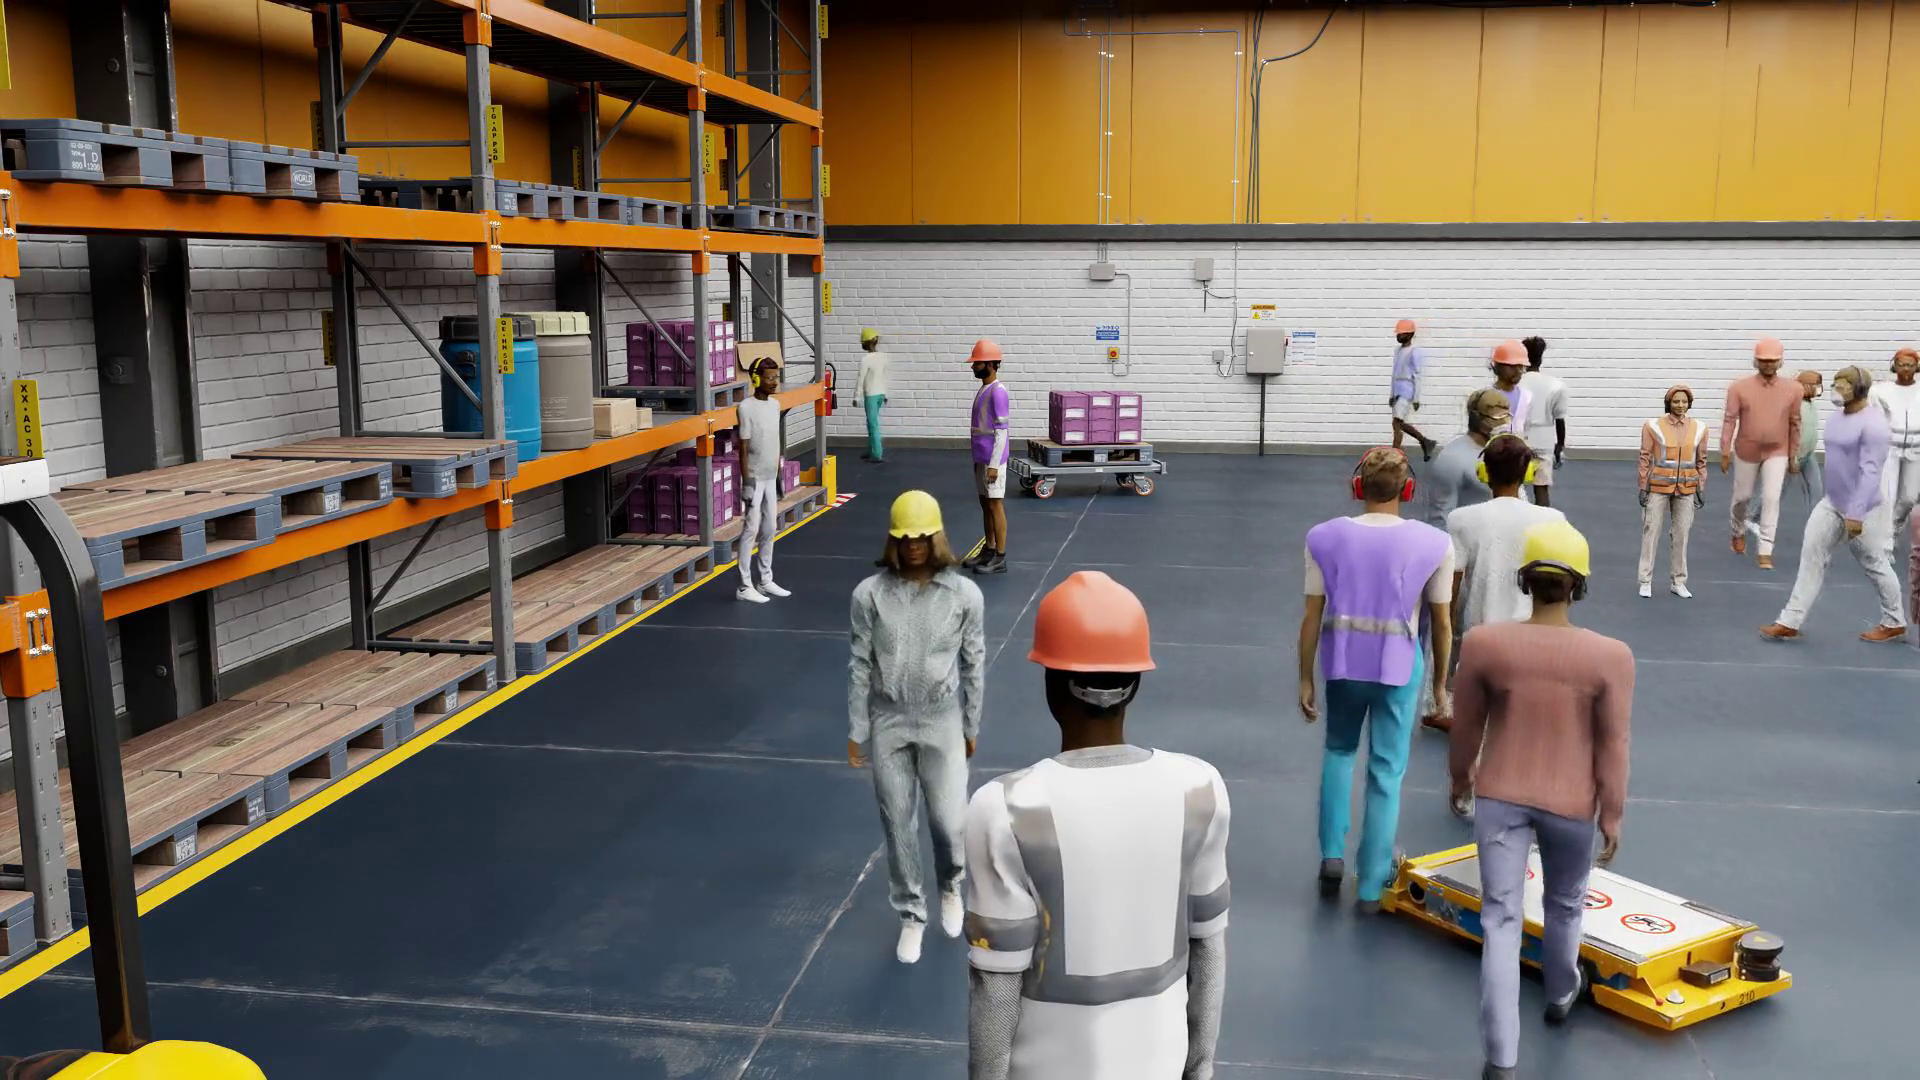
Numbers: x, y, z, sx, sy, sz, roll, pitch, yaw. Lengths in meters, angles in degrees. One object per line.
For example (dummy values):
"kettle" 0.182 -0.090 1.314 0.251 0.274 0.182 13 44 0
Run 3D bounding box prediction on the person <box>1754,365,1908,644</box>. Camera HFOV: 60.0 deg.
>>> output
"person" 5.943 -0.223 11.111 1.017 1.889 0.648 -1 9 -4

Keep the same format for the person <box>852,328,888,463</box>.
"person" -1.235 -1.889 21.750 0.593 1.747 0.554 6 11 31

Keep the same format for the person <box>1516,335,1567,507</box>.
"person" 5.033 -0.838 14.743 0.635 1.944 0.779 3 10 16

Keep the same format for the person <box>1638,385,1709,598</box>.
"person" 5.458 -0.370 12.765 0.514 1.641 0.307 1 9 4

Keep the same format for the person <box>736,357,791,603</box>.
"person" -1.506 -0.456 12.646 0.318 1.856 0.509 5 10 28

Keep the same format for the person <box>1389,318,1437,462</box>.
"person" 5.713 -1.867 21.154 0.800 1.920 0.552 -2 9 -10

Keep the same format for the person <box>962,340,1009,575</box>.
"person" 0.224 -0.684 13.784 0.354 1.939 0.544 -3 10 -15

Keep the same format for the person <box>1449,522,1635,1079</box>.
"person" 1.826 0.798 5.265 0.542 1.726 0.868 4 10 23

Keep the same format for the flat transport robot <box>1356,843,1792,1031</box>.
"flat transport robot" 2.213 1.386 6.140 0.652 0.197 1.431 -6 11 -31

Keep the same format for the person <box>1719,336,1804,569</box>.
"person" 6.873 -0.778 14.327 0.631 1.964 0.928 3 10 18

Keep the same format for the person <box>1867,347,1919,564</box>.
"person" 8.162 -0.752 14.460 0.574 1.859 0.790 3 10 19

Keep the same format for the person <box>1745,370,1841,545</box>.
"person" 7.766 -0.776 15.463 0.499 1.582 0.860 -6 11 -32

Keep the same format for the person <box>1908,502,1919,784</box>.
"person" 5.048 0.313 8.337 0.549 1.712 0.915 6 11 33

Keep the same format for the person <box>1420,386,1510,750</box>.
"person" 2.758 0.143 8.773 0.686 1.906 0.619 7 12 39

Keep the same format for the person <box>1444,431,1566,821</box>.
"person" 2.342 0.449 7.180 0.519 1.810 0.959 3 10 18

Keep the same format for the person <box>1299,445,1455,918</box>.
"person" 1.630 0.545 6.531 0.560 1.829 0.534 4 10 24

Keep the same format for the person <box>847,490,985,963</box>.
"person" -0.163 0.680 6.016 0.488 1.731 0.362 1 9 5

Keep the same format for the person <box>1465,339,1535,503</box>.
"person" 4.092 -0.516 12.591 0.623 1.993 1.029 -3 10 -16

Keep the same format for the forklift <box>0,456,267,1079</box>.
"forklift" -2.328 0.975 2.765 2.313 2.155 1.214 1 9 9

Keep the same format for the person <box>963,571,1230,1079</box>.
"person" 0.248 1.021 3.271 0.551 1.935 0.375 -3 10 -20
